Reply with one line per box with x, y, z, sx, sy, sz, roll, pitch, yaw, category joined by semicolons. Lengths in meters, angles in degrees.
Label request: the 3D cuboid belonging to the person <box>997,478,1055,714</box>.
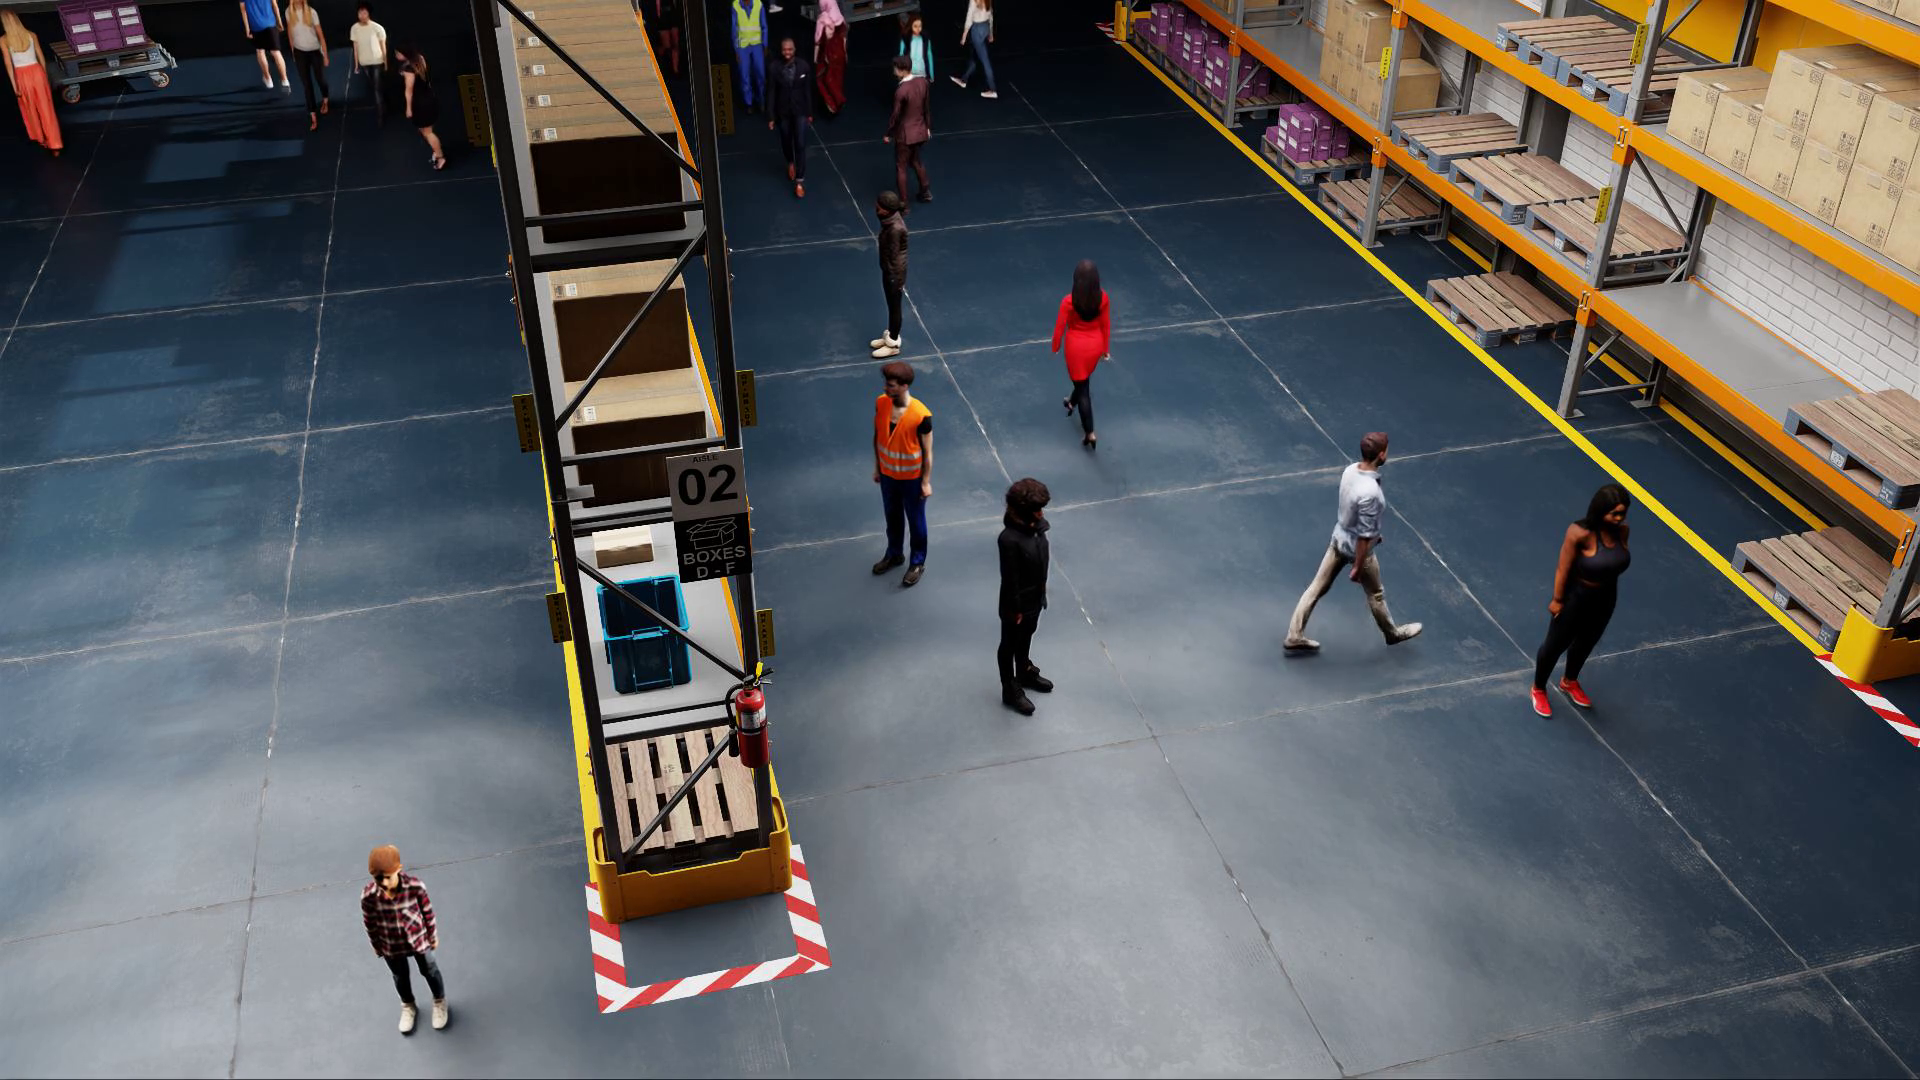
0.427;0.357;11.513;0.791;1.776;0.736;20;38;27;person

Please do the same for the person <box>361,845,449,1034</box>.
-3.063;2.181;9.194;0.516;1.305;0.501;-8;34;-11;person

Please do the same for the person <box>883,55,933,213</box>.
-0.561;-4.596;18.905;0.872;1.843;0.874;-20;39;-28;person

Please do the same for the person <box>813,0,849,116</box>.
-1.654;-6.302;21.679;0.798;1.612;0.861;-21;39;-28;person

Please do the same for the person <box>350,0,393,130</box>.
-7.591;-6.180;21.551;0.844;1.552;1.085;4;34;6;person

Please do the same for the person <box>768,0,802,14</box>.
-2.806;-8.995;25.623;1.180;1.732;1.125;24;40;31;person

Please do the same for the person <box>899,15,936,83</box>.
-0.599;-6.037;21.412;0.600;1.466;0.925;-10;35;-14;person

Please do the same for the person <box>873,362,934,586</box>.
-0.430;-0.540;12.768;0.776;1.881;0.851;21;39;28;person

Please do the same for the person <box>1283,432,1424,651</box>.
2.711;0.073;11.929;0.803;1.787;1.221;-4;34;-7;person

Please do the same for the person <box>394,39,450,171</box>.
-6.432;-5.222;20.009;0.830;1.662;0.636;5;34;8;person

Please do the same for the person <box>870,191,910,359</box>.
-0.629;-2.579;16.034;0.632;1.661;0.569;10;35;14;person

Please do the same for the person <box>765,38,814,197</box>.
-1.992;-5.036;19.627;0.879;1.776;1.240;-2;34;-3;person

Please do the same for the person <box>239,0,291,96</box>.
-9.363;-6.906;22.394;0.907;1.827;1.289;-18;38;-25;person

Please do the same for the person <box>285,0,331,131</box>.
-8.387;-6.284;21.510;0.690;1.769;1.223;-5;34;-7;person

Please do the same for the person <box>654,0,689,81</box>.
-4.115;-7.175;22.888;0.907;1.728;0.855;16;37;23;person

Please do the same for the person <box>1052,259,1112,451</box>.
1.105;-1.572;14.473;0.675;1.712;1.014;-11;35;-16;person

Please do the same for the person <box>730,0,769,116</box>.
-2.790;-6.488;21.792;0.655;1.797;0.646;-8;35;-12;person

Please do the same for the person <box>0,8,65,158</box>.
-11.400;-5.599;20.483;0.844;1.766;1.110;-20;38;-27;person

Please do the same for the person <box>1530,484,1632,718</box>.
4.300;0.385;11.435;0.682;1.815;0.615;-11;35;-15;person

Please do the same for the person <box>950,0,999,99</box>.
0.348;-6.751;22.279;1.104;1.697;1.025;20;38;27;person
